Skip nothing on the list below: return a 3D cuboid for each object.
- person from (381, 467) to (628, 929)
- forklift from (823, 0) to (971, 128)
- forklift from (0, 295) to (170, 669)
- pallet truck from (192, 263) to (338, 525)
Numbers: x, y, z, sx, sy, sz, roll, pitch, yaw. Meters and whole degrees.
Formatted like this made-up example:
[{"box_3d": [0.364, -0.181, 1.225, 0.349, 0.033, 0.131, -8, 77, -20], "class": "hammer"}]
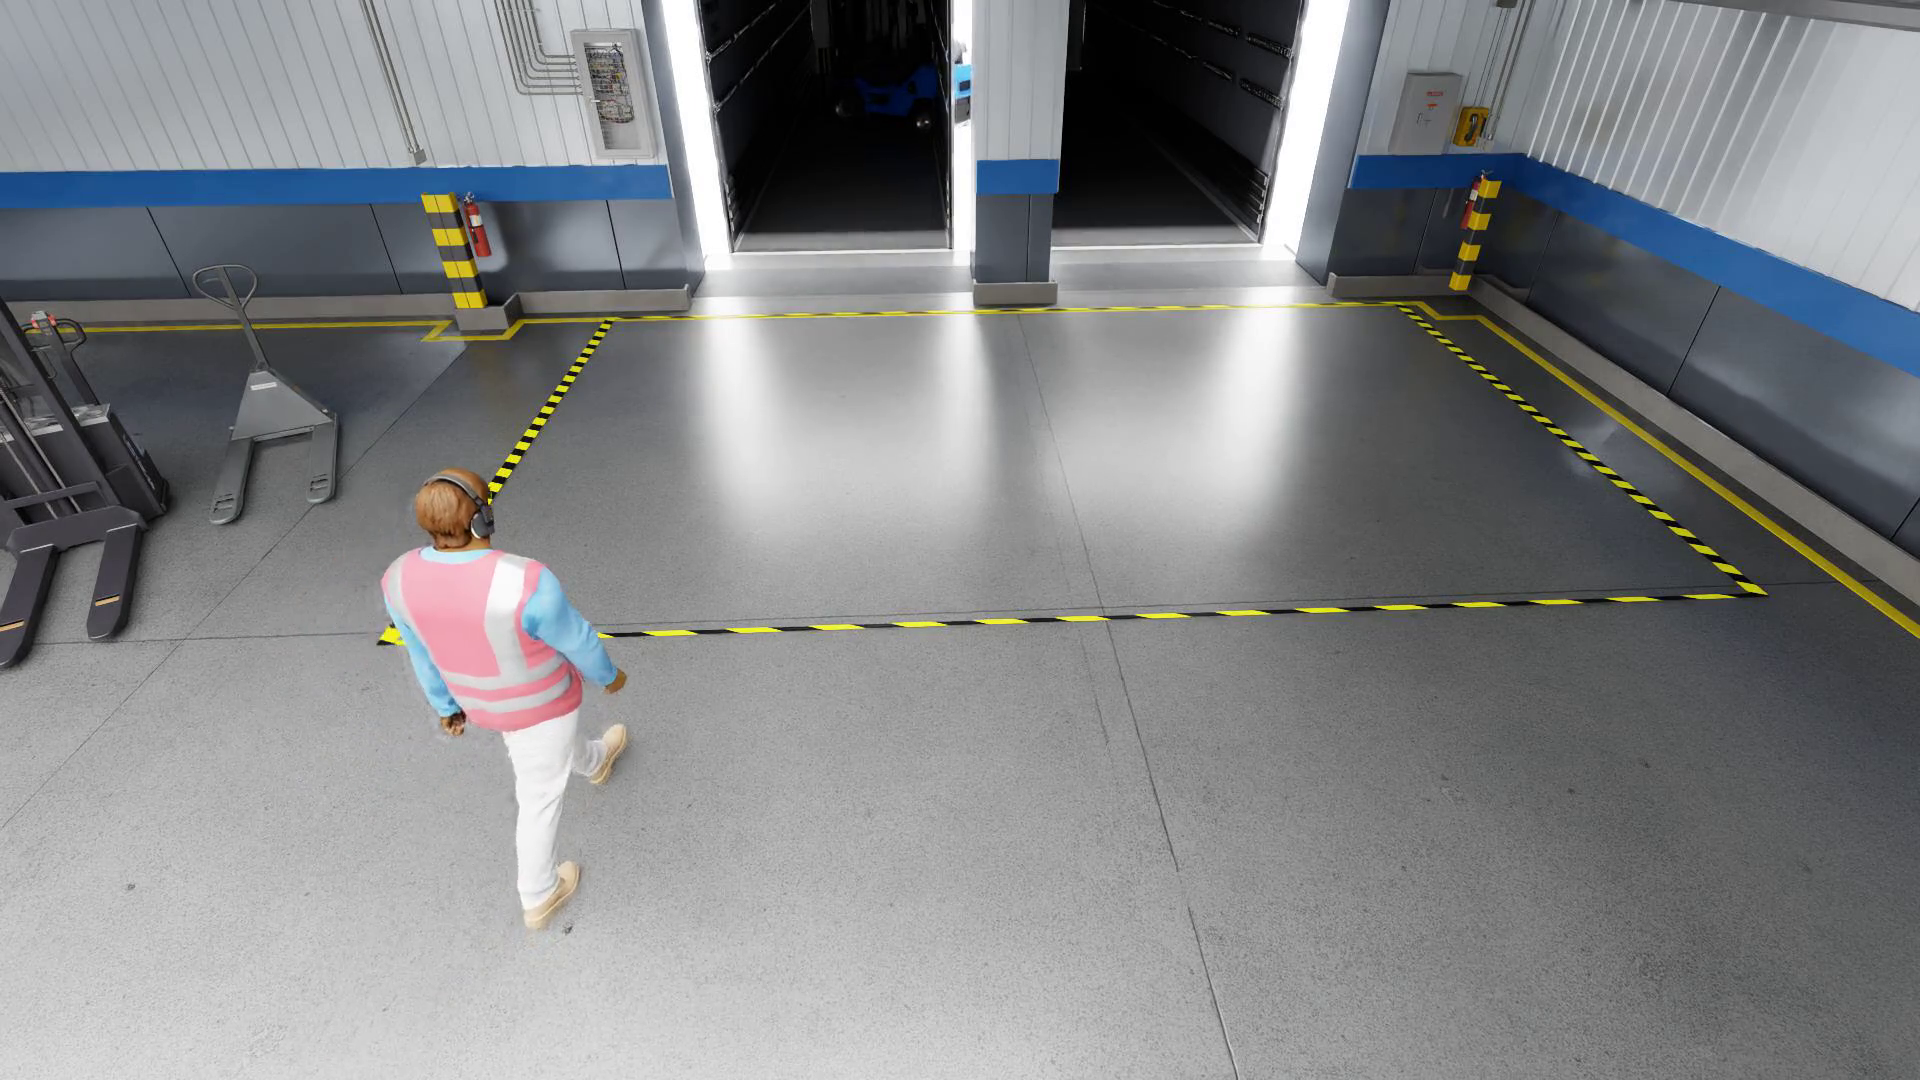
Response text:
[{"box_3d": [-1.597, 0.515, 3.433, 0.627, 1.786, 0.972, 9, 36, 13], "class": "person"}, {"box_3d": [-0.992, -8.241, 15.519, 2.680, 2.036, 1.157, 19, 39, 25], "class": "forklift"}, {"box_3d": [-5.212, -0.618, 4.878, 0.823, 1.965, 1.885, -20, 39, -26], "class": "forklift"}, {"box_3d": [-4.778, -1.027, 6.128, 0.680, 1.201, 1.601, -17, 38, -23], "class": "pallet truck"}]
